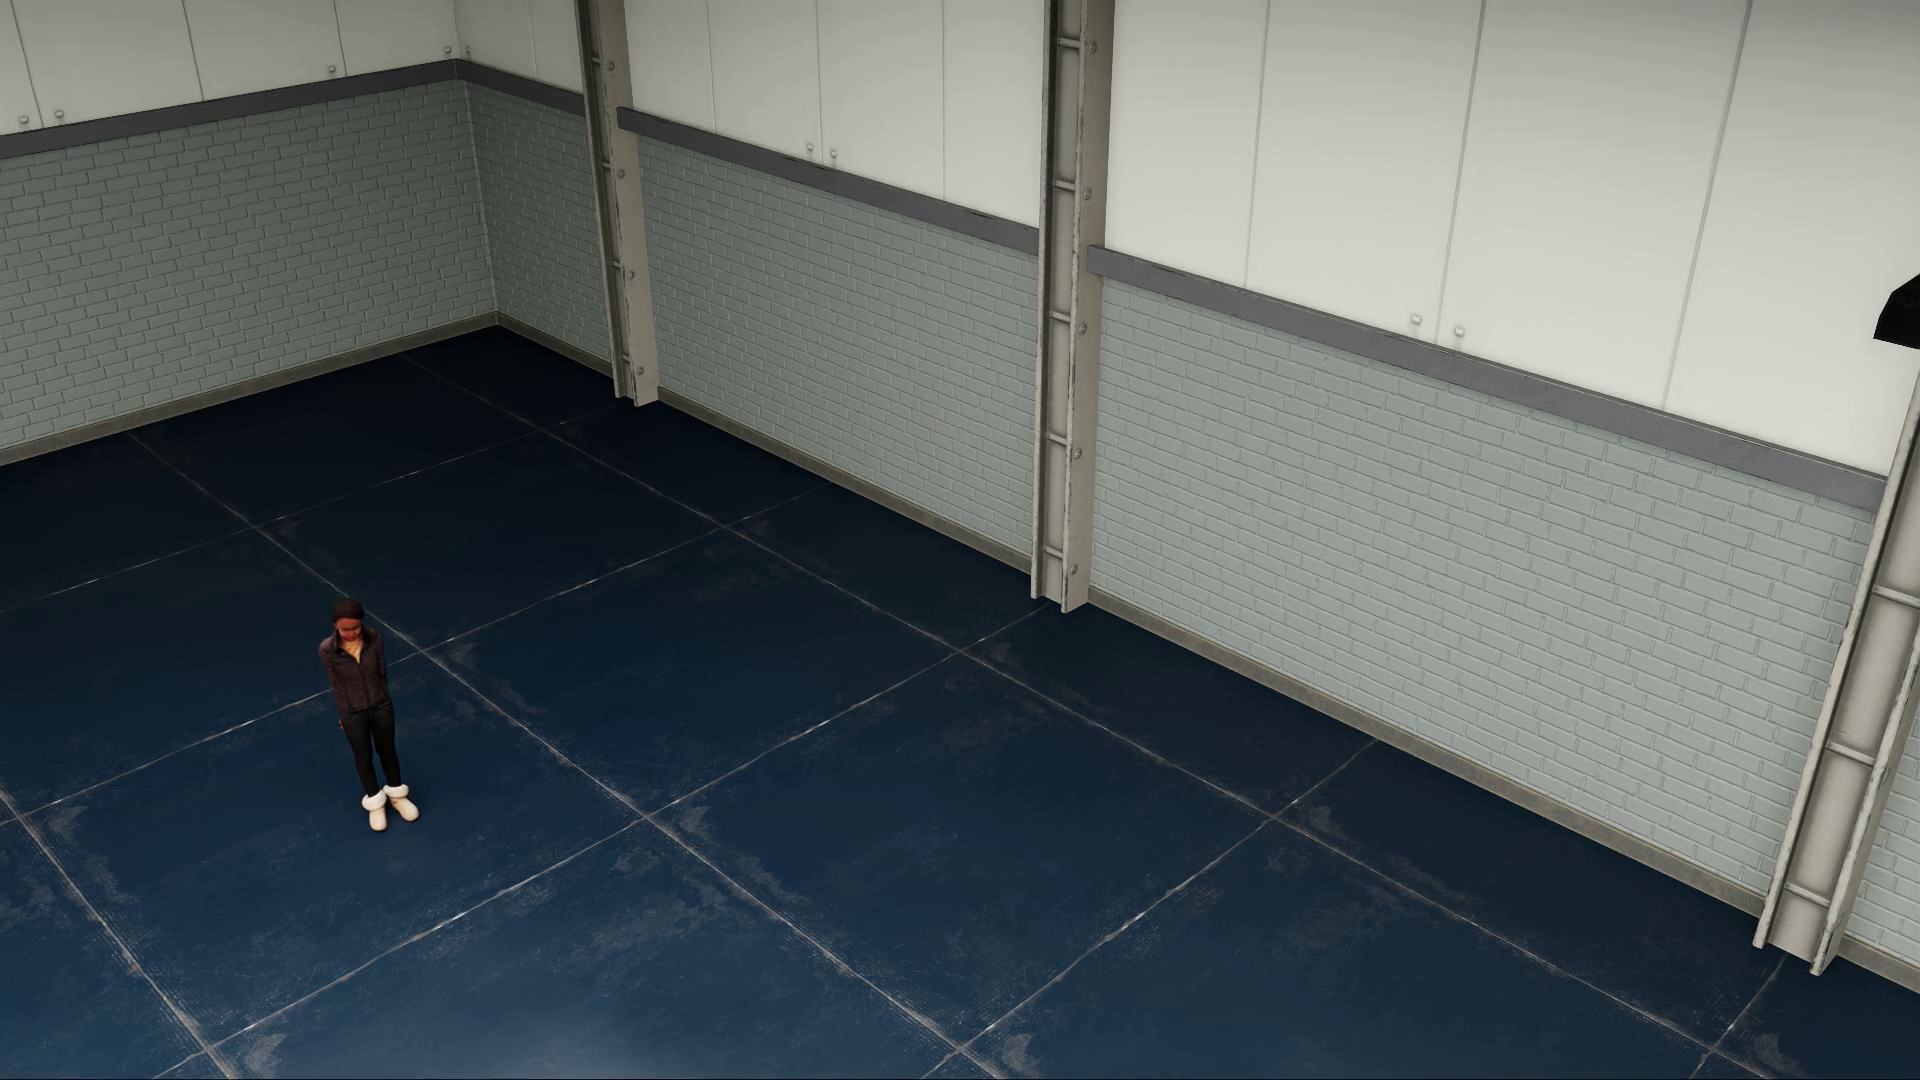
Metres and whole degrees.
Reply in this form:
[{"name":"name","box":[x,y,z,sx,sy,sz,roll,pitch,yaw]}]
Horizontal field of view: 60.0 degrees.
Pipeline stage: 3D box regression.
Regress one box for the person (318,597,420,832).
[{"name":"person","box":[-3.917,1.096,10.929,0.600,1.661,0.663,-21,34,-34]}]
